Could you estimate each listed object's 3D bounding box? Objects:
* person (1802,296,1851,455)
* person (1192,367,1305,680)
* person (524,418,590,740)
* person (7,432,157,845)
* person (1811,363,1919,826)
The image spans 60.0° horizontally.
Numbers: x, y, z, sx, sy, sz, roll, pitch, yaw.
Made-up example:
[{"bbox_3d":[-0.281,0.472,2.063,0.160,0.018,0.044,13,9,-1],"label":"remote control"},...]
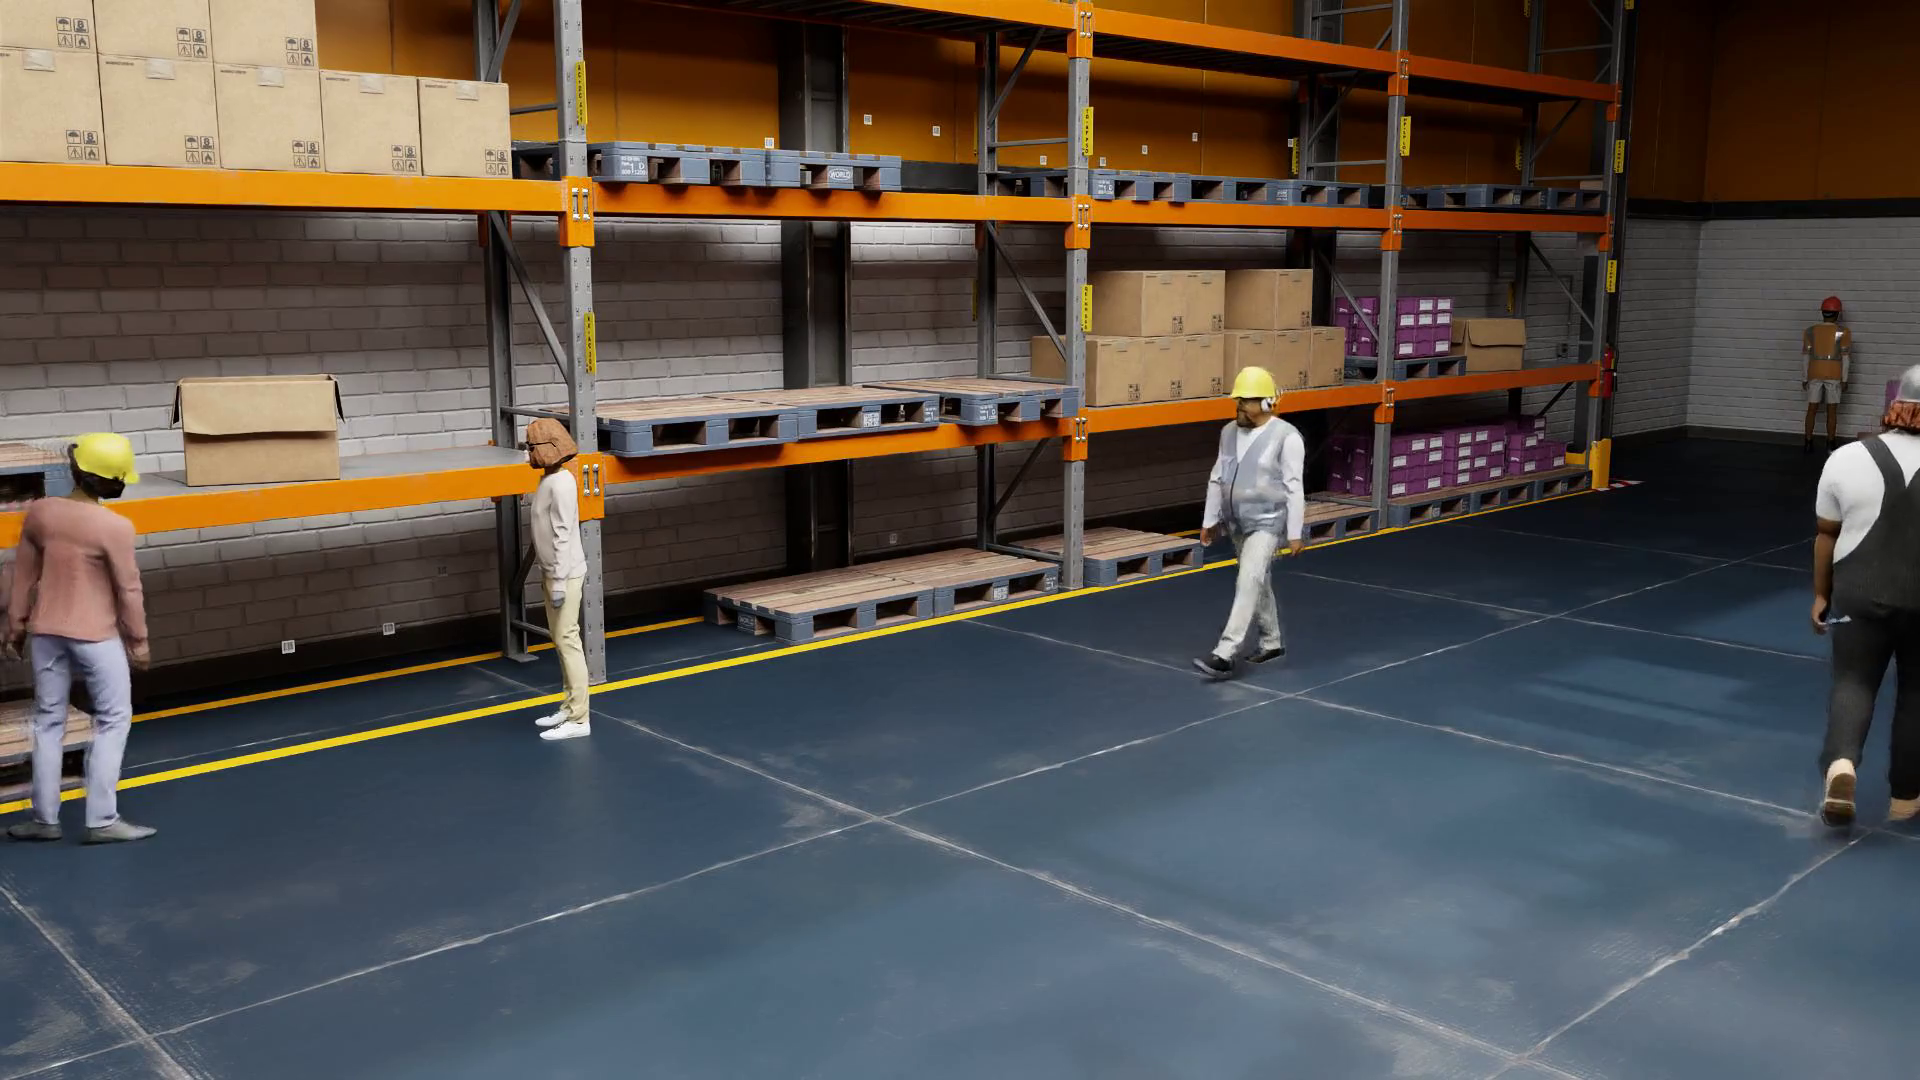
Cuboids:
[{"bbox_3d":[10.632,-2.014,20.428,0.542,1.939,0.363,9,13,42],"label":"person"},{"bbox_3d":[1.618,-0.095,9.619,0.914,1.788,0.605,-7,12,-34],"label":"person"},{"bbox_3d":[-2.046,0.192,8.436,0.283,1.625,0.494,-4,11,-24],"label":"person"},{"bbox_3d":[-3.690,0.408,6.898,0.678,1.719,0.343,2,10,10],"label":"person"},{"bbox_3d":[3.961,0.228,7.004,0.689,2.000,0.770,7,12,35],"label":"person"}]
